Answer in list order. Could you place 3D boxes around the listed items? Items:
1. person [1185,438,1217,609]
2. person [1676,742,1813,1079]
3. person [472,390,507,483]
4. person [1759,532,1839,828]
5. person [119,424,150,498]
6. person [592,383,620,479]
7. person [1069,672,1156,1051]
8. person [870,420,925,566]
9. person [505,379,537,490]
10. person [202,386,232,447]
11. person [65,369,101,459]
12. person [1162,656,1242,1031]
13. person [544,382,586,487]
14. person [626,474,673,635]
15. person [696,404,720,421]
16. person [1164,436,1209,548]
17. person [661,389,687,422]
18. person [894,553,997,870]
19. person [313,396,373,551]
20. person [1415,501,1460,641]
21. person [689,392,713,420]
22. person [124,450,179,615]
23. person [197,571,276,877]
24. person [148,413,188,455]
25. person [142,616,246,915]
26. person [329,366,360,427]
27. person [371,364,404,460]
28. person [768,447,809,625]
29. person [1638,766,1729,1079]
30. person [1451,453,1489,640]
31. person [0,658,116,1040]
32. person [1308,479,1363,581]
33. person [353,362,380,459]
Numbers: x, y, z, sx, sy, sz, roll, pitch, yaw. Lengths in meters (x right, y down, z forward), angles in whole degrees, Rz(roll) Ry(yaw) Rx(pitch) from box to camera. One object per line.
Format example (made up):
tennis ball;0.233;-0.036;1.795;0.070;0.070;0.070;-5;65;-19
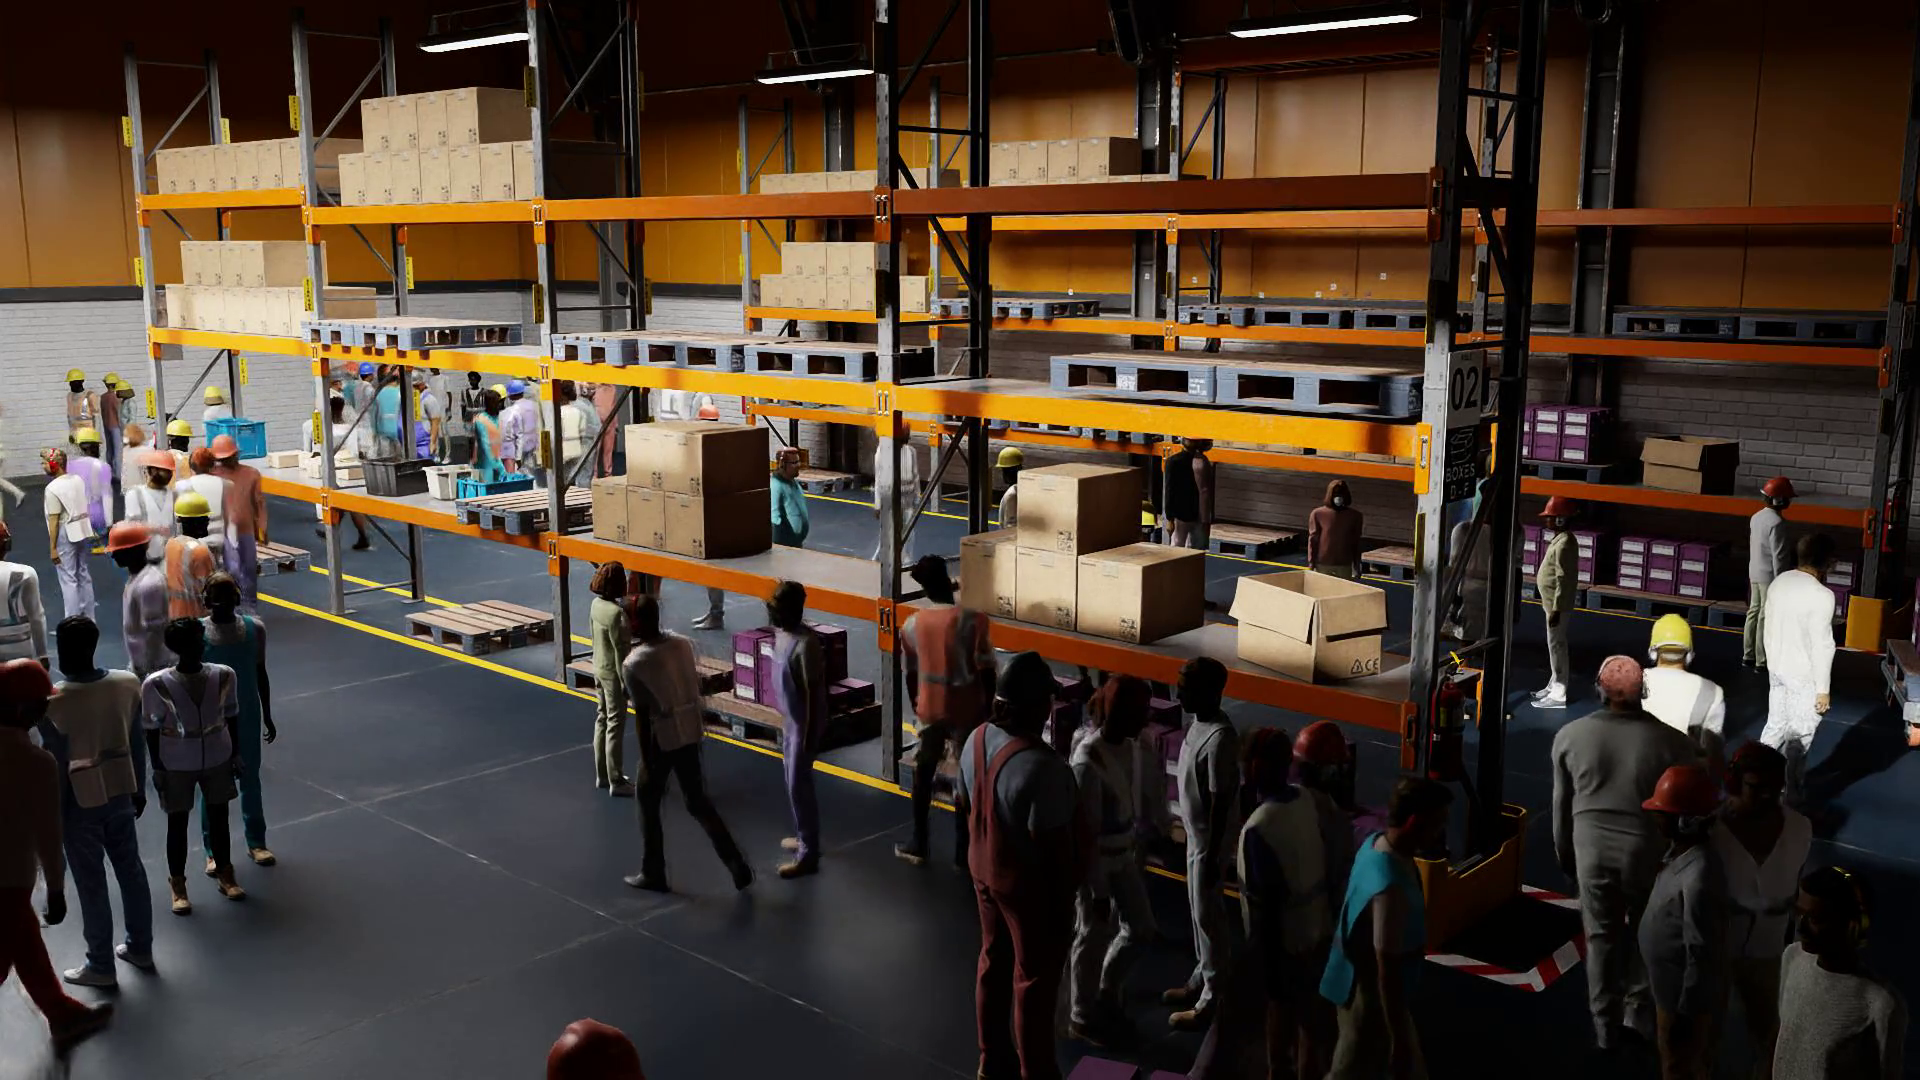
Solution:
person;2.473;-0.249;17.406;0.372;1.934;0.627;-2;10;-11
person;3.138;1.713;6.630;0.574;1.820;0.725;0;10;-2
person;-6.104;-1.008;21.755;0.538;1.901;0.607;3;10;16
person;5.488;0.901;10.891;0.352;1.936;0.633;-1;10;-4
person;-10.119;-0.632;20.480;0.516;1.611;0.670;7;12;35
person;-5.655;-1.809;26.302;0.406;1.904;0.654;9;13;41
person;0.674;1.500;7.713;0.462;1.858;0.608;6;12;32
person;-0.685;-0.427;18.604;0.579;1.863;0.604;10;14;44
person;-6.280;-1.346;23.660;0.464;1.909;0.644;4;11;20
person;-10.947;-1.405;24.520;0.529;1.721;0.506;3;11;19
person;-13.352;-1.645;25.310;0.593;1.925;0.384;4;11;21
person;1.185;1.455;8.054;0.342;1.839;0.508;0;10;-1
person;-5.358;-1.164;22.547;0.420;1.939;0.630;9;13;42
person;-3.032;0.008;16.043;0.597;1.908;0.401;9;13;40
person;-2.930;-0.635;19.573;0.354;1.939;0.544;5;11;28
person;2.371;-0.252;17.248;0.624;1.990;0.384;-8;13;-39
person;-4.543;-1.780;26.282;0.457;1.860;0.712;-9;14;-43
person;-0.073;1.054;10.081;0.720;1.925;0.385;6;12;30
person;-7.735;-0.817;20.669;1.037;1.902;0.622;4;11;22
person;4.591;0.053;15.992;0.429;1.835;0.623;3;10;15
person;-3.890;-1.586;24.978;0.421;1.932;0.622;-5;11;-25
person;-7.601;0.098;15.599;1.001;1.882;0.635;8;13;38
person;-4.416;1.093;10.064;0.504;1.847;0.345;-8;13;-37
person;-9.934;-0.760;20.950;0.321;1.699;0.537;6;12;30
person;-4.362;1.266;9.497;0.535;1.700;0.318;-9;13;-41
person;-9.058;-1.529;24.335;0.536;2.000;0.687;-3;11;-18
person;-8.539;-1.613;24.912;0.654;2.012;0.791;0;10;-1
person;-1.619;0.065;15.707;0.402;1.906;0.652;2;10;12
person;2.841;1.750;6.611;0.342;1.748;0.573;3;11;18
person;4.965;0.073;15.880;0.573;1.823;0.653;-4;11;-24
person;-4.336;1.510;7.514;0.632;1.928;1.015;5;11;28
person;3.480;0.246;15.452;0.498;1.634;0.281;0;10;3
person;-9.345;-1.829;26.286;0.605;1.951;0.381;10;14;44
